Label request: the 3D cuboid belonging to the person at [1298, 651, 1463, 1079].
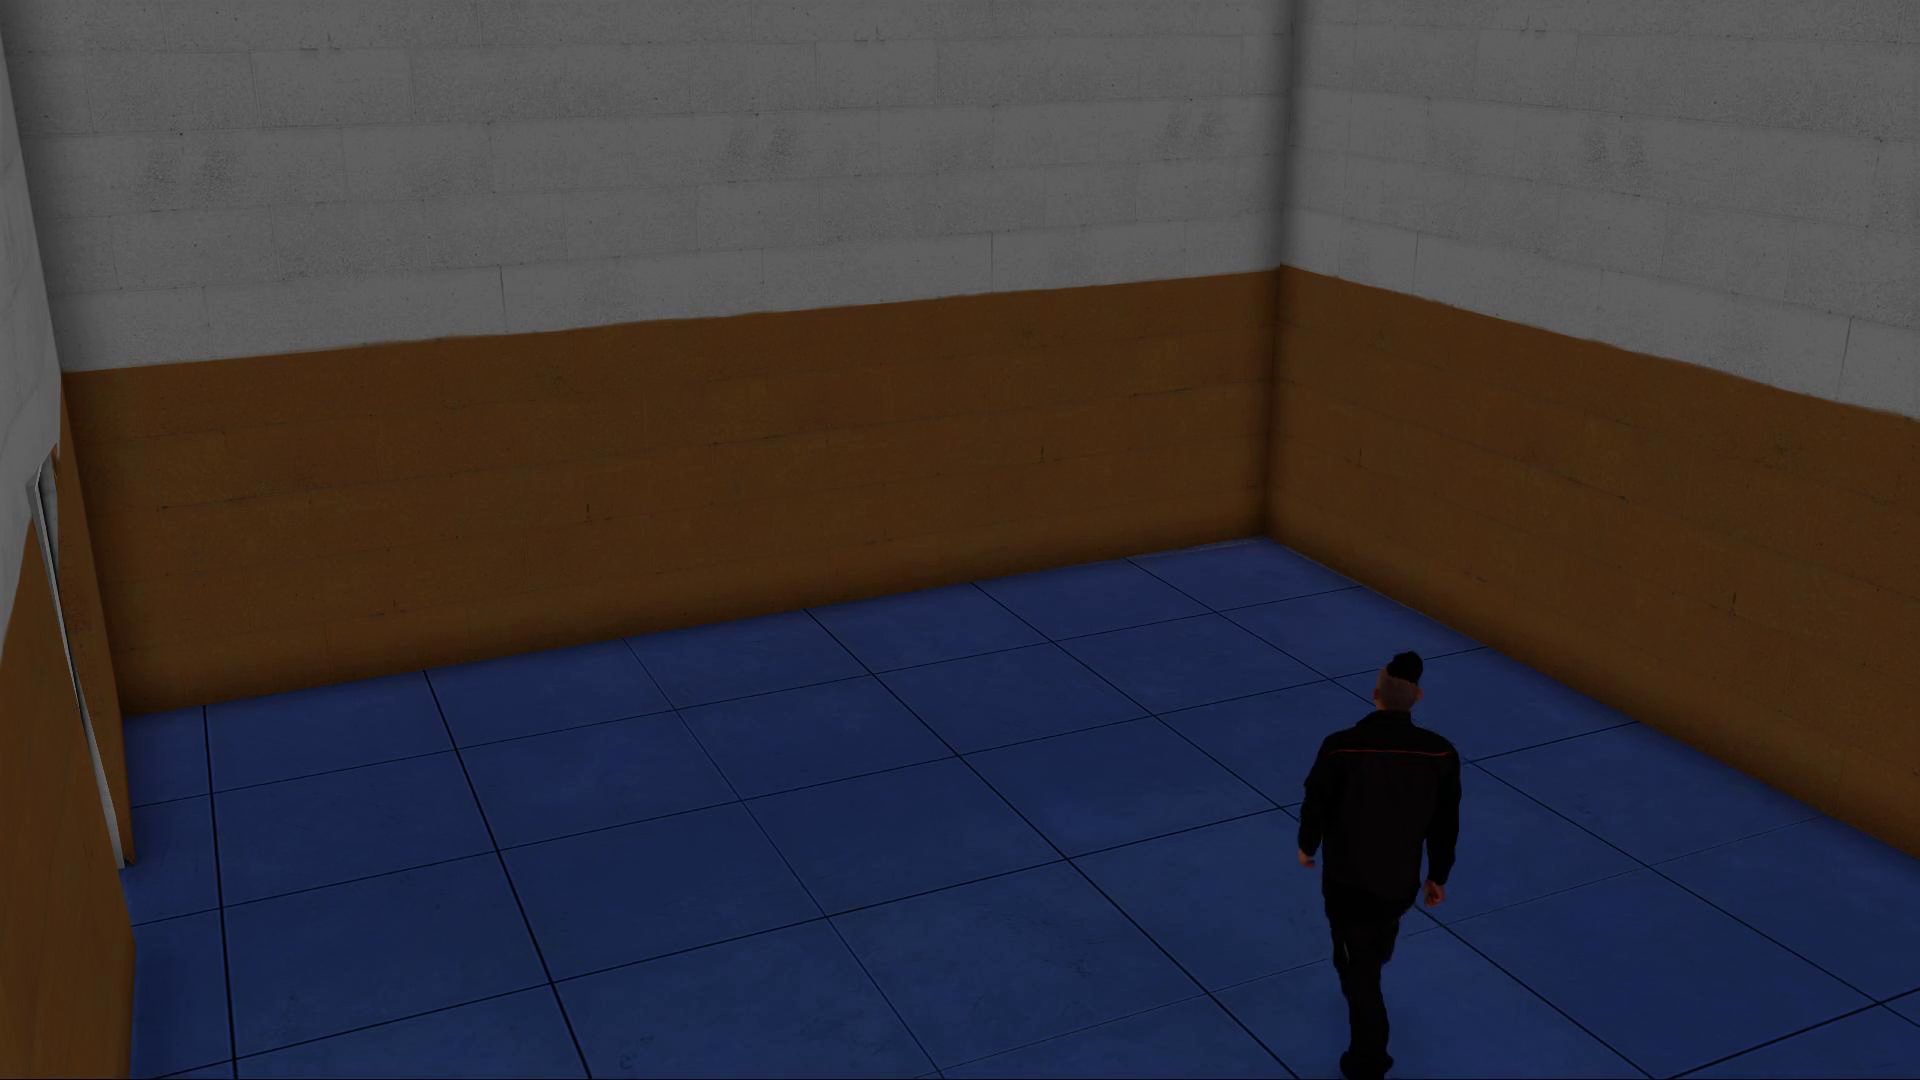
[{"bbox_3d":[1.677,1.358,6.628,1.181,1.807,1.047,-2,19,-7],"label":"person"}]
